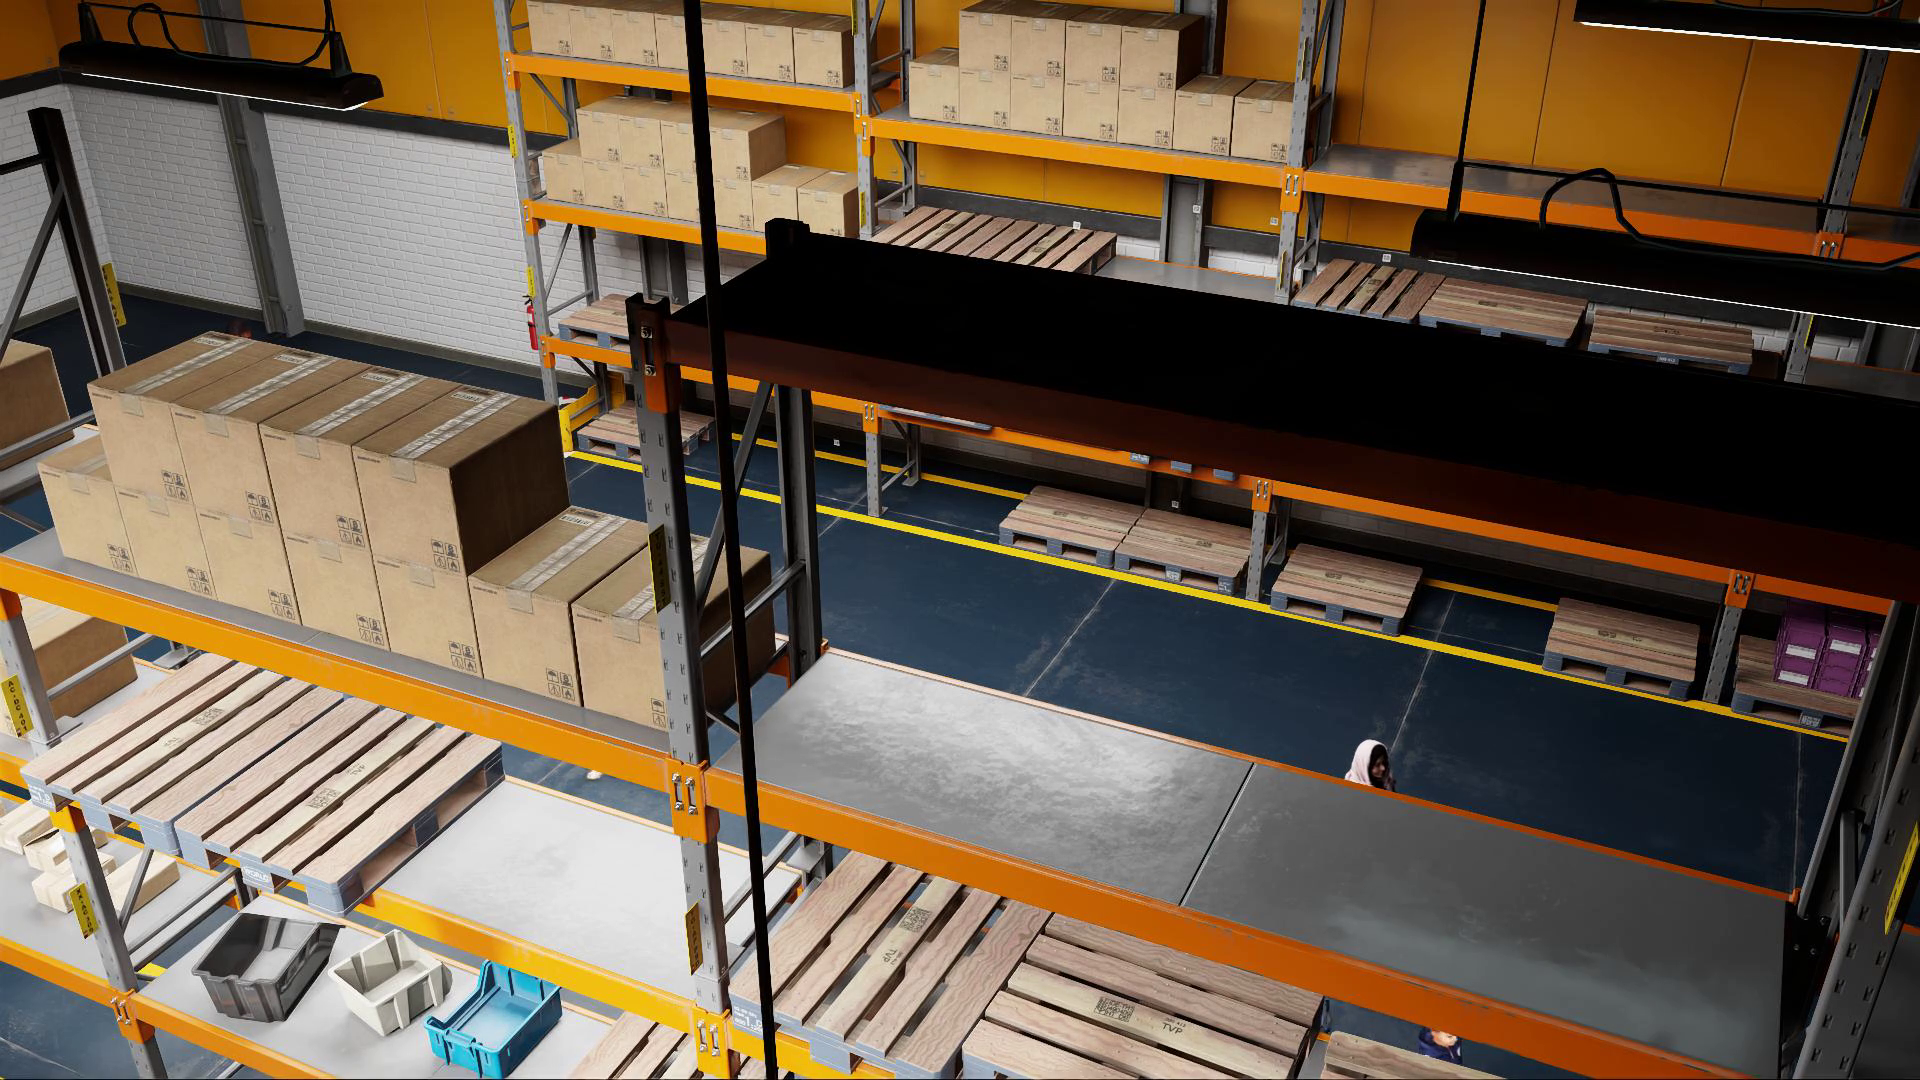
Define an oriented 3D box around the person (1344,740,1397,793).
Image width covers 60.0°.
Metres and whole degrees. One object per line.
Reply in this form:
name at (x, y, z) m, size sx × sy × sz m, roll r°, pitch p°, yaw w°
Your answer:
person at (2.684, 2.031, 11.179) m, size 0.714 × 1.638 × 0.732 m, roll -26°, pitch 38°, yaw -38°
